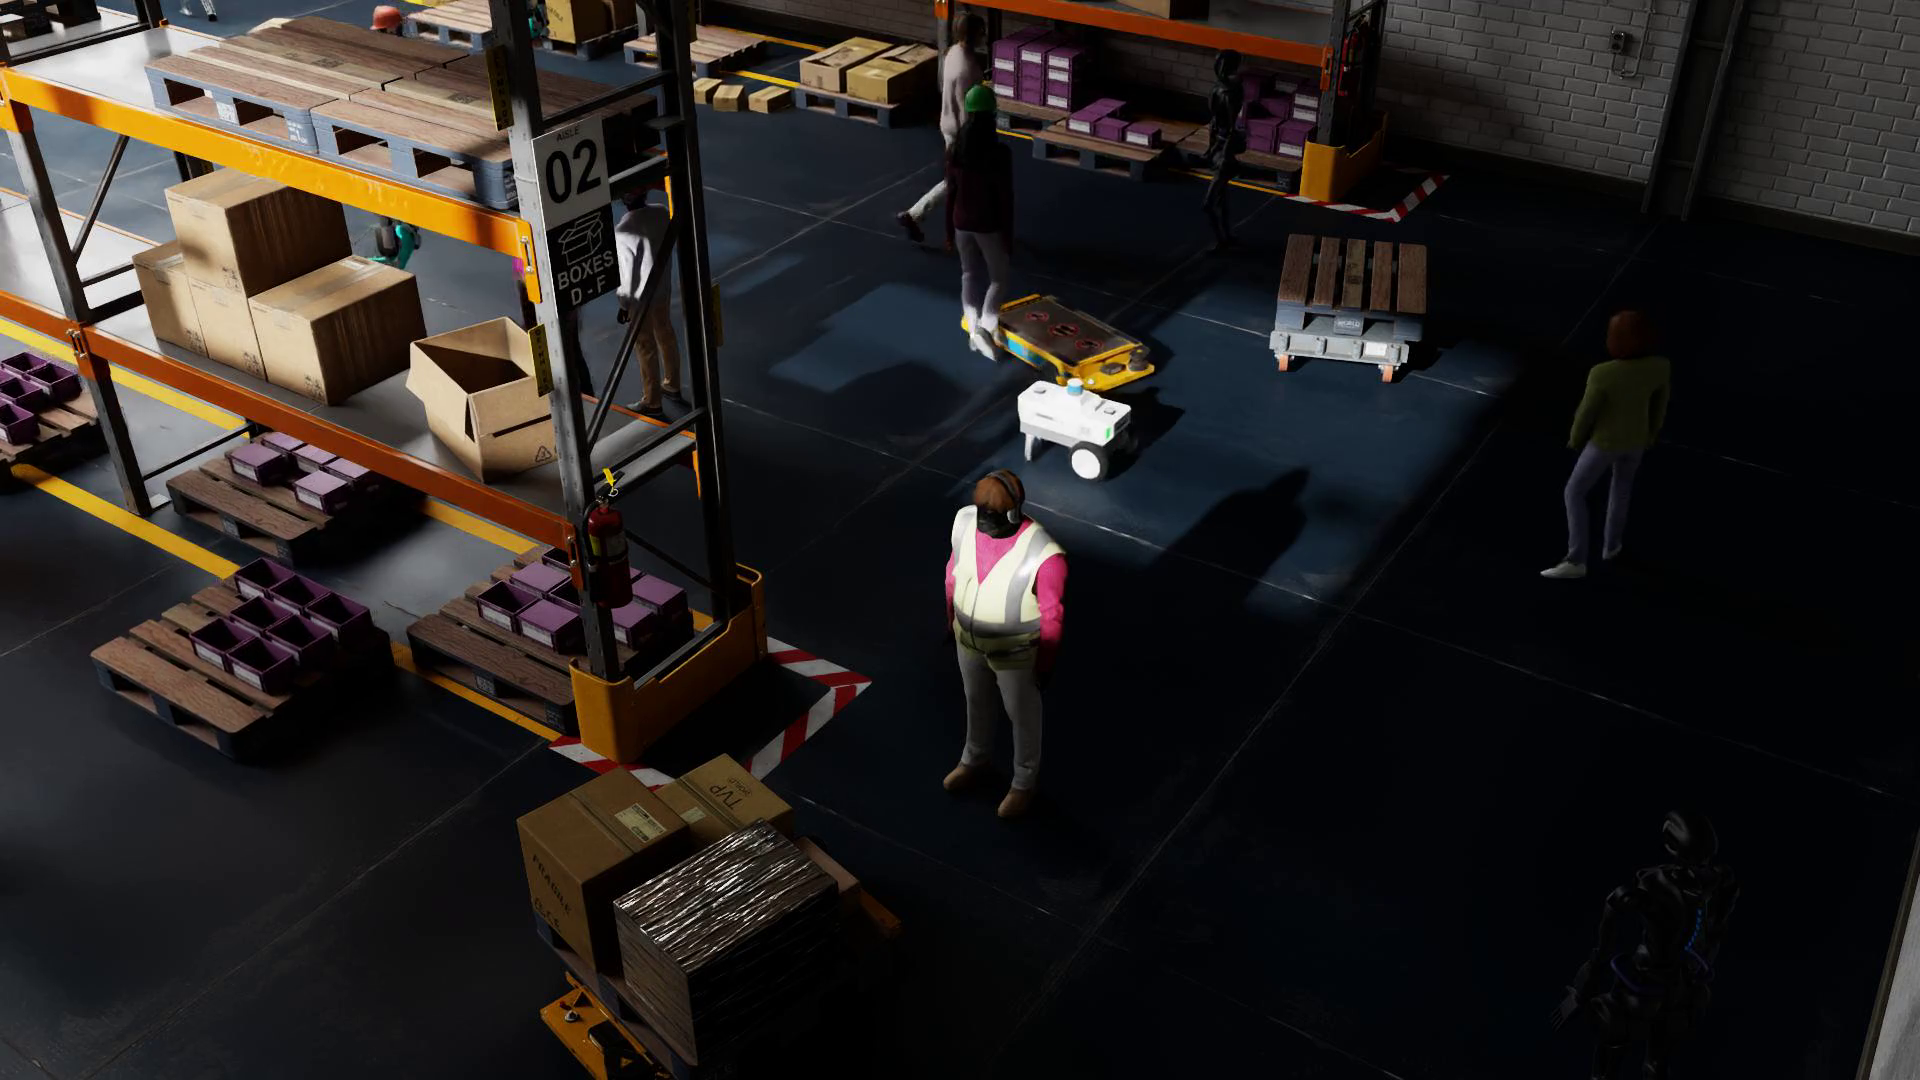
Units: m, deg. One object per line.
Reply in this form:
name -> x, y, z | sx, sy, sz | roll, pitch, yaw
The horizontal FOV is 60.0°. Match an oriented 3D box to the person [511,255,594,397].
person -> -2.748, -1.478, 10.720 | 0.868, 1.812, 0.554 | 18, 37, 26

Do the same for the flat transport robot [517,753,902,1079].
flat transport robot -> -0.999, 1.806, 7.097 | 1.431, 0.231, 0.659 | -26, 41, -34

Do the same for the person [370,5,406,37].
person -> -4.636, -3.697, 14.212 | 0.554, 1.726, 0.590 | -8, 34, -12

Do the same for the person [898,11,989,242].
person -> -0.065, -3.302, 13.453 | 0.835, 1.911, 0.629 | -2, 33, -3

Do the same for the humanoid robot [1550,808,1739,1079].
humanoid robot -> 2.483, 1.642, 6.046 | 0.599, 1.657, 0.315 | -8, 34, -12

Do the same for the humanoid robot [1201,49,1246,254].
humanoid robot -> 2.129, -3.128, 13.394 | 0.347, 1.646, 0.591 | -3, 33, -5

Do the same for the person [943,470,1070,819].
person -> 0.178, 0.479, 7.697 | 0.633, 1.839, 0.429 | 23, 40, 31

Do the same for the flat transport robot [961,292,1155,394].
flat transport robot -> 0.696, -1.454, 12.108 | 0.659, 0.231, 1.431 | -22, 39, -30

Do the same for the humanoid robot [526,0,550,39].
humanoid robot -> -4.388, -5.077, 16.326 | 0.576, 1.769, 0.820 | -28, 42, -36

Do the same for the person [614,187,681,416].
person -> -2.111, -1.673, 11.082 | 0.340, 1.749, 0.571 | 15, 36, 22

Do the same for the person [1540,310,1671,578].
person -> 3.703, -0.539, 9.461 | 0.721, 1.618, 0.364 | -9, 34, -14

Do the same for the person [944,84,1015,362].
person -> 0.114, -2.207, 11.761 | 0.532, 1.913, 0.753 | 10, 34, 16

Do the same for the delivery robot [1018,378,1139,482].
delivery robot -> 0.761, -0.737, 10.760 | 0.784, 0.613, 0.518 | 19, 38, 27

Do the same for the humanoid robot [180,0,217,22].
humanoid robot -> -8.928, -6.814, 19.047 | 0.552, 1.832, 0.868 | -27, 41, -34

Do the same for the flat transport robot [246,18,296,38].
flat transport robot -> -6.507, -4.077, 16.139 | 1.431, 0.231, 0.659 | 6, 34, 9

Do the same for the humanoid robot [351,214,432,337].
humanoid robot -> -4.165, -2.157, 11.857 | 0.777, 1.803, 0.534 | 3, 33, 4
